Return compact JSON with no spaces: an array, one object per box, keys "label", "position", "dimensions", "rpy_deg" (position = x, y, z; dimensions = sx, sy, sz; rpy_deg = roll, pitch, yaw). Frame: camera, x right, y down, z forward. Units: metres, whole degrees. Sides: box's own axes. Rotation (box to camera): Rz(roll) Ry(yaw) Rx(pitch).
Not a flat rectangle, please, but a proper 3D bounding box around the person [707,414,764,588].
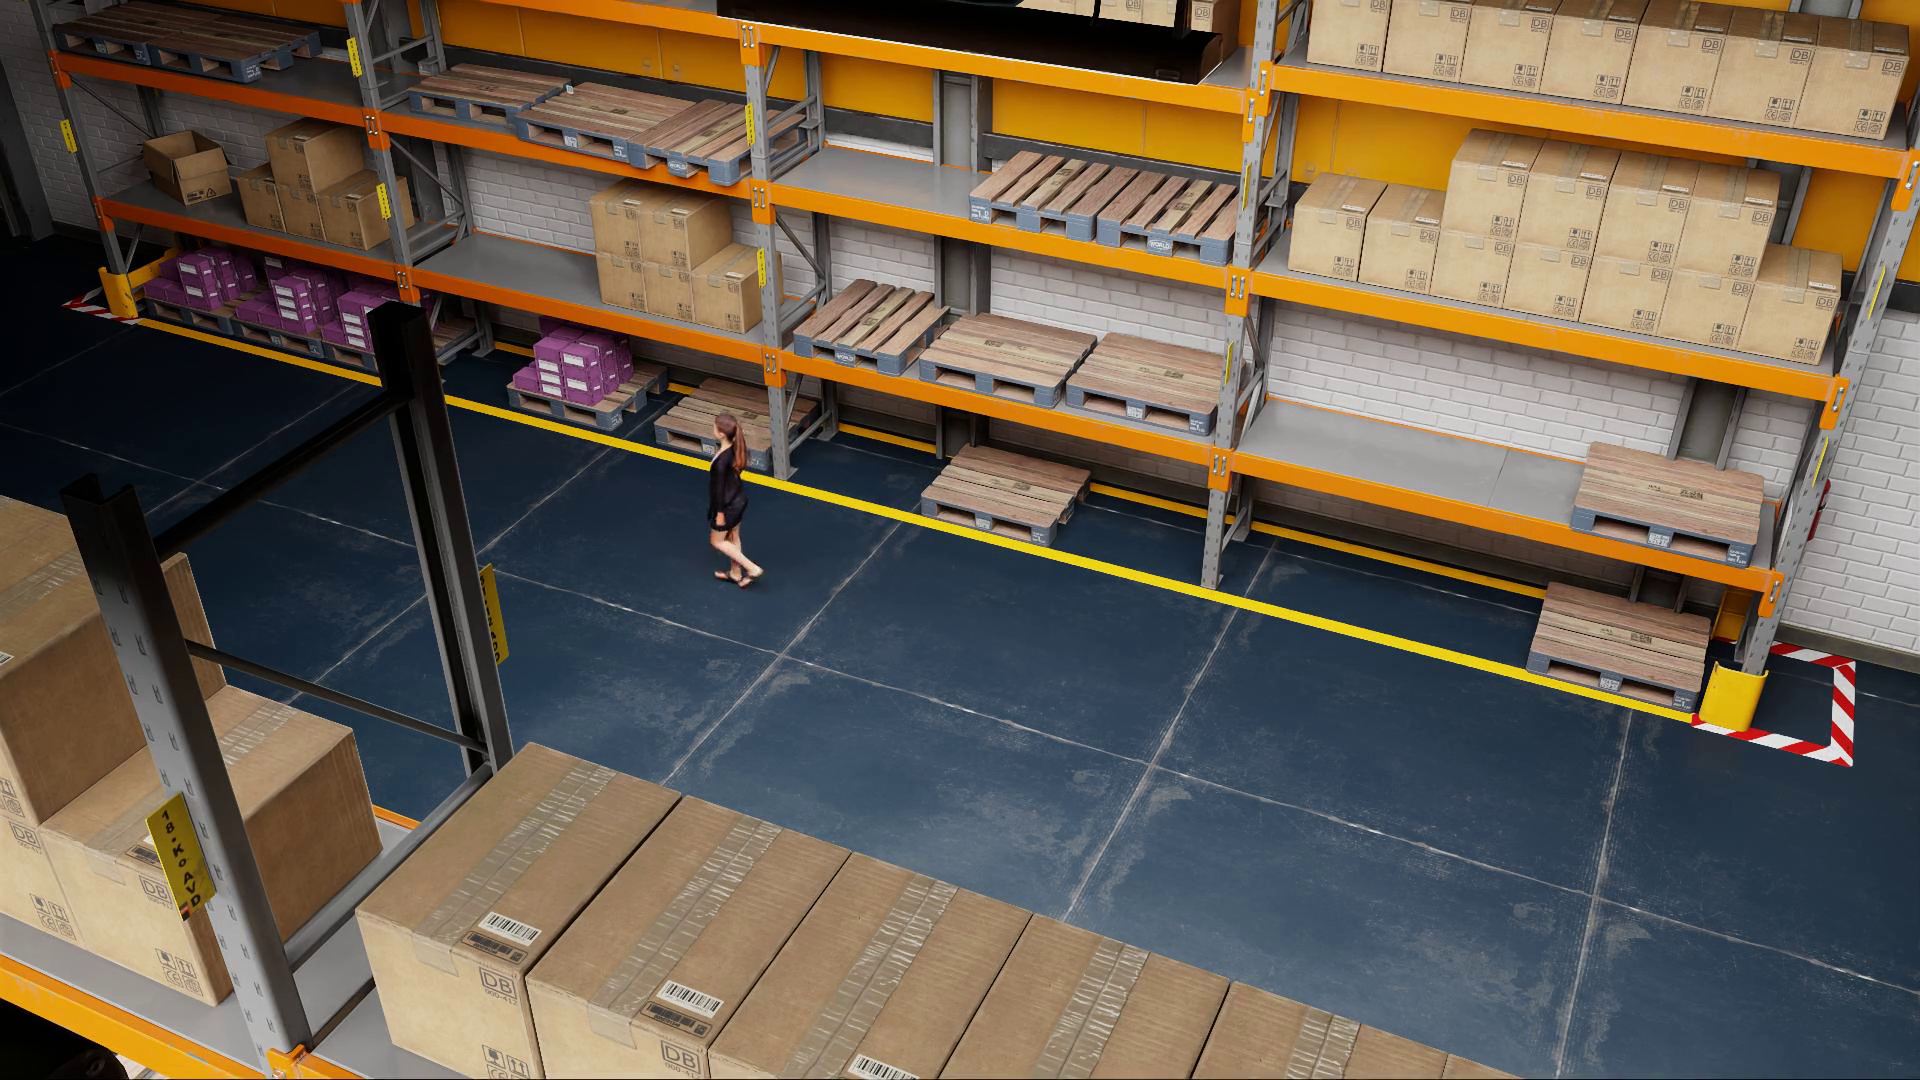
[{"label":"person","position":[-1.758,-0.288,13.117],"dimensions":[0.718,1.550,0.599],"rpy_deg":[10,35,14]}]
